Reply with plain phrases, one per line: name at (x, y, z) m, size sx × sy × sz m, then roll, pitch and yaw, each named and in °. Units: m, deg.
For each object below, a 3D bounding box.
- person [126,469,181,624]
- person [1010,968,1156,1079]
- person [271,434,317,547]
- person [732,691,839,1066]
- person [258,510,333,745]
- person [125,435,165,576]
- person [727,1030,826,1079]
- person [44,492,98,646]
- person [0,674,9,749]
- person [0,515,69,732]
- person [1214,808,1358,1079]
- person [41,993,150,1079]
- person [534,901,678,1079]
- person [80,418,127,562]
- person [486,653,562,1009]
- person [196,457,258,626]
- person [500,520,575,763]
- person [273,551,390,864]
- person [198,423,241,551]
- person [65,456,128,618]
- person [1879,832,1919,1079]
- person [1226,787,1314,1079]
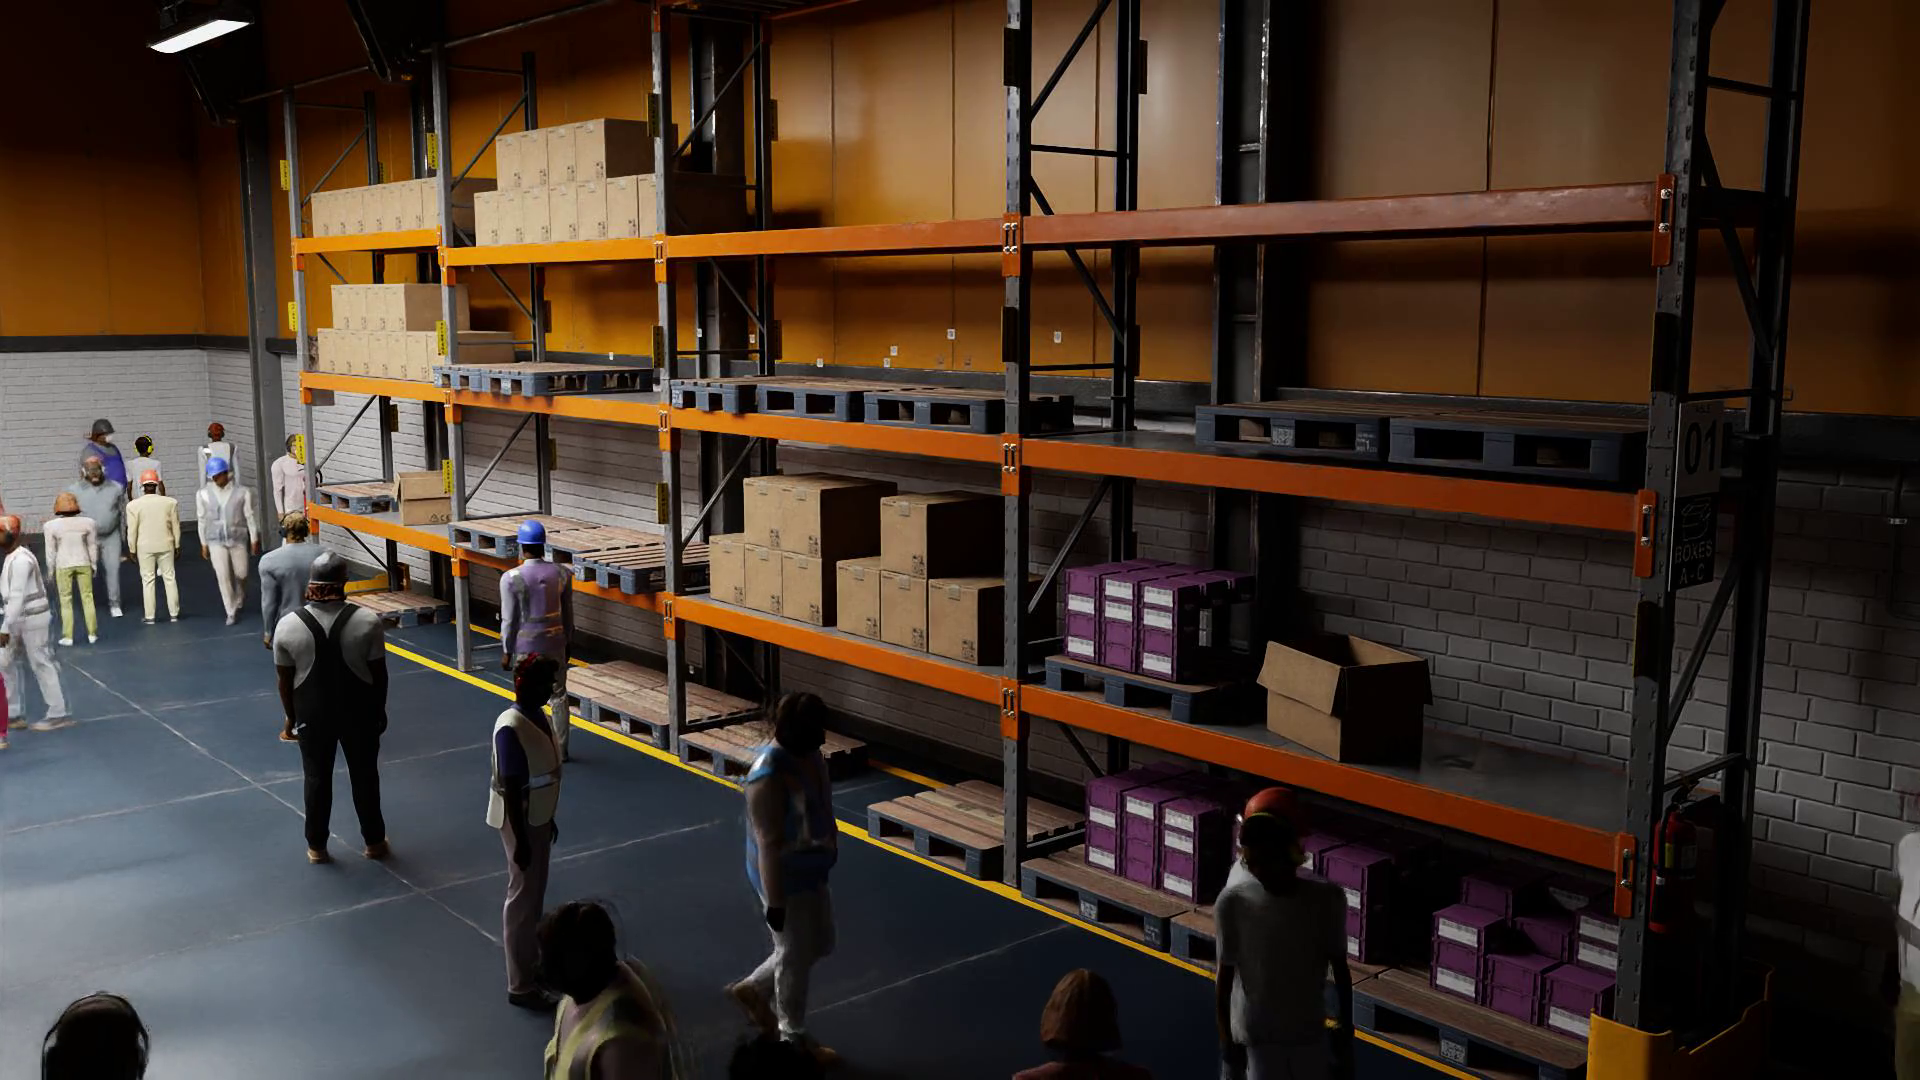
person at (-9.123, 0.071, 18.836) m, size 0.562 × 1.753 × 0.327 m, roll -6°, pitch 10°, yaw -37°
person at (0.378, 2.132, 5.030) m, size 0.525 × 1.601 × 0.525 m, roll -2°, pitch 8°, yaw -15°
person at (-8.559, -0.404, 21.509) m, size 0.373 × 1.940 × 0.629 m, roll 6°, pitch 10°, yaw 35°
person at (-0.829, 1.605, 7.955) m, size 0.509 × 1.825 × 0.657 m, roll 2°, pitch 9°, yaw 17°
person at (-5.439, 0.717, 13.720) m, size 0.629 × 1.940 × 0.373 m, roll -7°, pitch 11°, yaw -40°
person at (-10.778, -0.453, 22.081) m, size 0.517 × 1.873 × 0.328 m, roll 0°, pitch 8°, yaw -3°
person at (-0.570, 2.113, 4.137) m, size 0.686 × 1.914 × 0.995 m, roll 1°, pitch 8°, yaw 4°
person at (-9.415, 0.303, 17.642) m, size 0.497 × 1.635 × 0.286 m, roll -7°, pitch 11°, yaw -40°
person at (-7.898, 0.748, 13.297) m, size 0.382 × 1.996 × 0.608 m, roll -1°, pitch 8°, yaw -5°
person at (-7.956, 0.719, 13.983) m, size 0.761 × 1.855 × 0.607 m, roll -7°, pitch 11°, yaw -39°
person at (1.200, 1.870, 6.118) m, size 0.535 × 1.833 × 0.374 m, roll 0°, pitch 8°, yaw 0°
person at (-2.149, 2.101, 4.225) m, size 0.670 × 1.917 × 0.415 m, roll -7°, pitch 11°, yaw -40°
person at (-1.026, 2.011, 5.335) m, size 0.858 × 1.804 × 0.646 m, roll -3°, pitch 9°, yaw -22°
person at (-11.964, -0.703, 23.235) m, size 0.679 × 2.000 × 0.688 m, roll 1°, pitch 8°, yaw 4°
person at (-2.253, 1.493, 8.672) m, size 0.389 × 1.837 × 0.563 m, roll 0°, pitch 8°, yaw 0°
person at (-8.305, -0.010, 18.886) m, size 0.615 × 1.916 × 0.678 m, roll -3°, pitch 9°, yaw -20°
person at (-3.299, 0.816, 12.992) m, size 0.601 × 1.948 × 0.386 m, roll -7°, pitch 11°, yaw -40°
person at (-4.071, 1.078, 10.850) m, size 0.677 × 2.000 × 0.536 m, roll -2°, pitch 8°, yaw -15°
person at (-10.789, -0.770, 24.249) m, size 0.574 × 1.883 × 0.356 m, roll -7°, pitch 11°, yaw -40°
person at (-10.032, -0.057, 19.333) m, size 0.643 × 1.877 × 0.855 m, roll -6°, pitch 10°, yaw -37°
person at (3.898, 1.806, 6.628) m, size 0.387 × 1.812 × 0.716 m, roll -1°, pitch 8°, yaw -7°
person at (1.264, 1.837, 6.623) m, size 0.500 × 1.746 × 0.578 m, roll 0°, pitch 8°, yaw 1°
